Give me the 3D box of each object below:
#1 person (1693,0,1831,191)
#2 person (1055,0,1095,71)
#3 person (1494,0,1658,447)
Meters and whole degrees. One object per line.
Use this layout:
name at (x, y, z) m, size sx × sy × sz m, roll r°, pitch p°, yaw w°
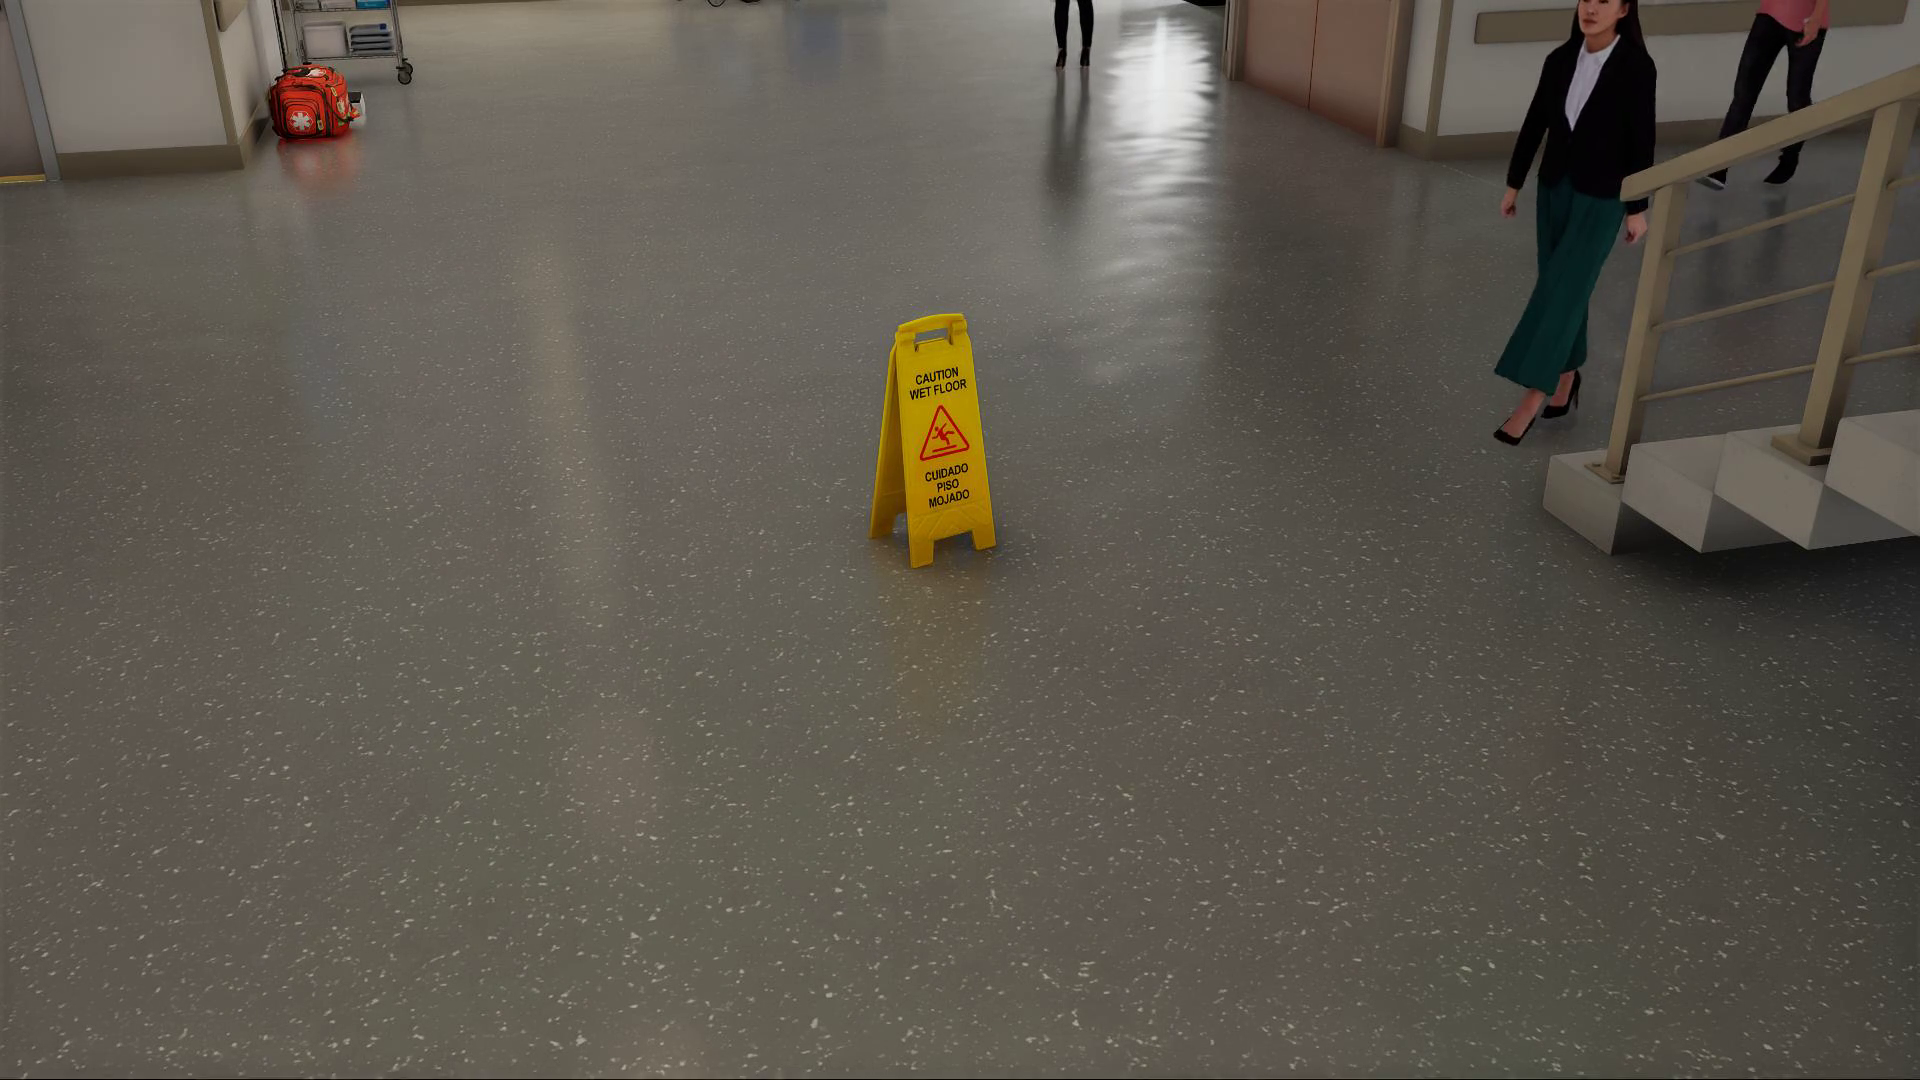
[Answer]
person at (4.804, -2.942, 9.486) m, size 1.012 × 1.913 × 1.194 m, roll -19°, pitch 32°, yaw -34°
person at (0.909, -4.661, 13.285) m, size 0.610 × 1.711 × 0.528 m, roll -2°, pitch 26°, yaw -5°
person at (2.320, -1.216, 6.146) m, size 0.971 × 1.707 × 1.043 m, roll -21°, pitch 33°, yaw -37°
